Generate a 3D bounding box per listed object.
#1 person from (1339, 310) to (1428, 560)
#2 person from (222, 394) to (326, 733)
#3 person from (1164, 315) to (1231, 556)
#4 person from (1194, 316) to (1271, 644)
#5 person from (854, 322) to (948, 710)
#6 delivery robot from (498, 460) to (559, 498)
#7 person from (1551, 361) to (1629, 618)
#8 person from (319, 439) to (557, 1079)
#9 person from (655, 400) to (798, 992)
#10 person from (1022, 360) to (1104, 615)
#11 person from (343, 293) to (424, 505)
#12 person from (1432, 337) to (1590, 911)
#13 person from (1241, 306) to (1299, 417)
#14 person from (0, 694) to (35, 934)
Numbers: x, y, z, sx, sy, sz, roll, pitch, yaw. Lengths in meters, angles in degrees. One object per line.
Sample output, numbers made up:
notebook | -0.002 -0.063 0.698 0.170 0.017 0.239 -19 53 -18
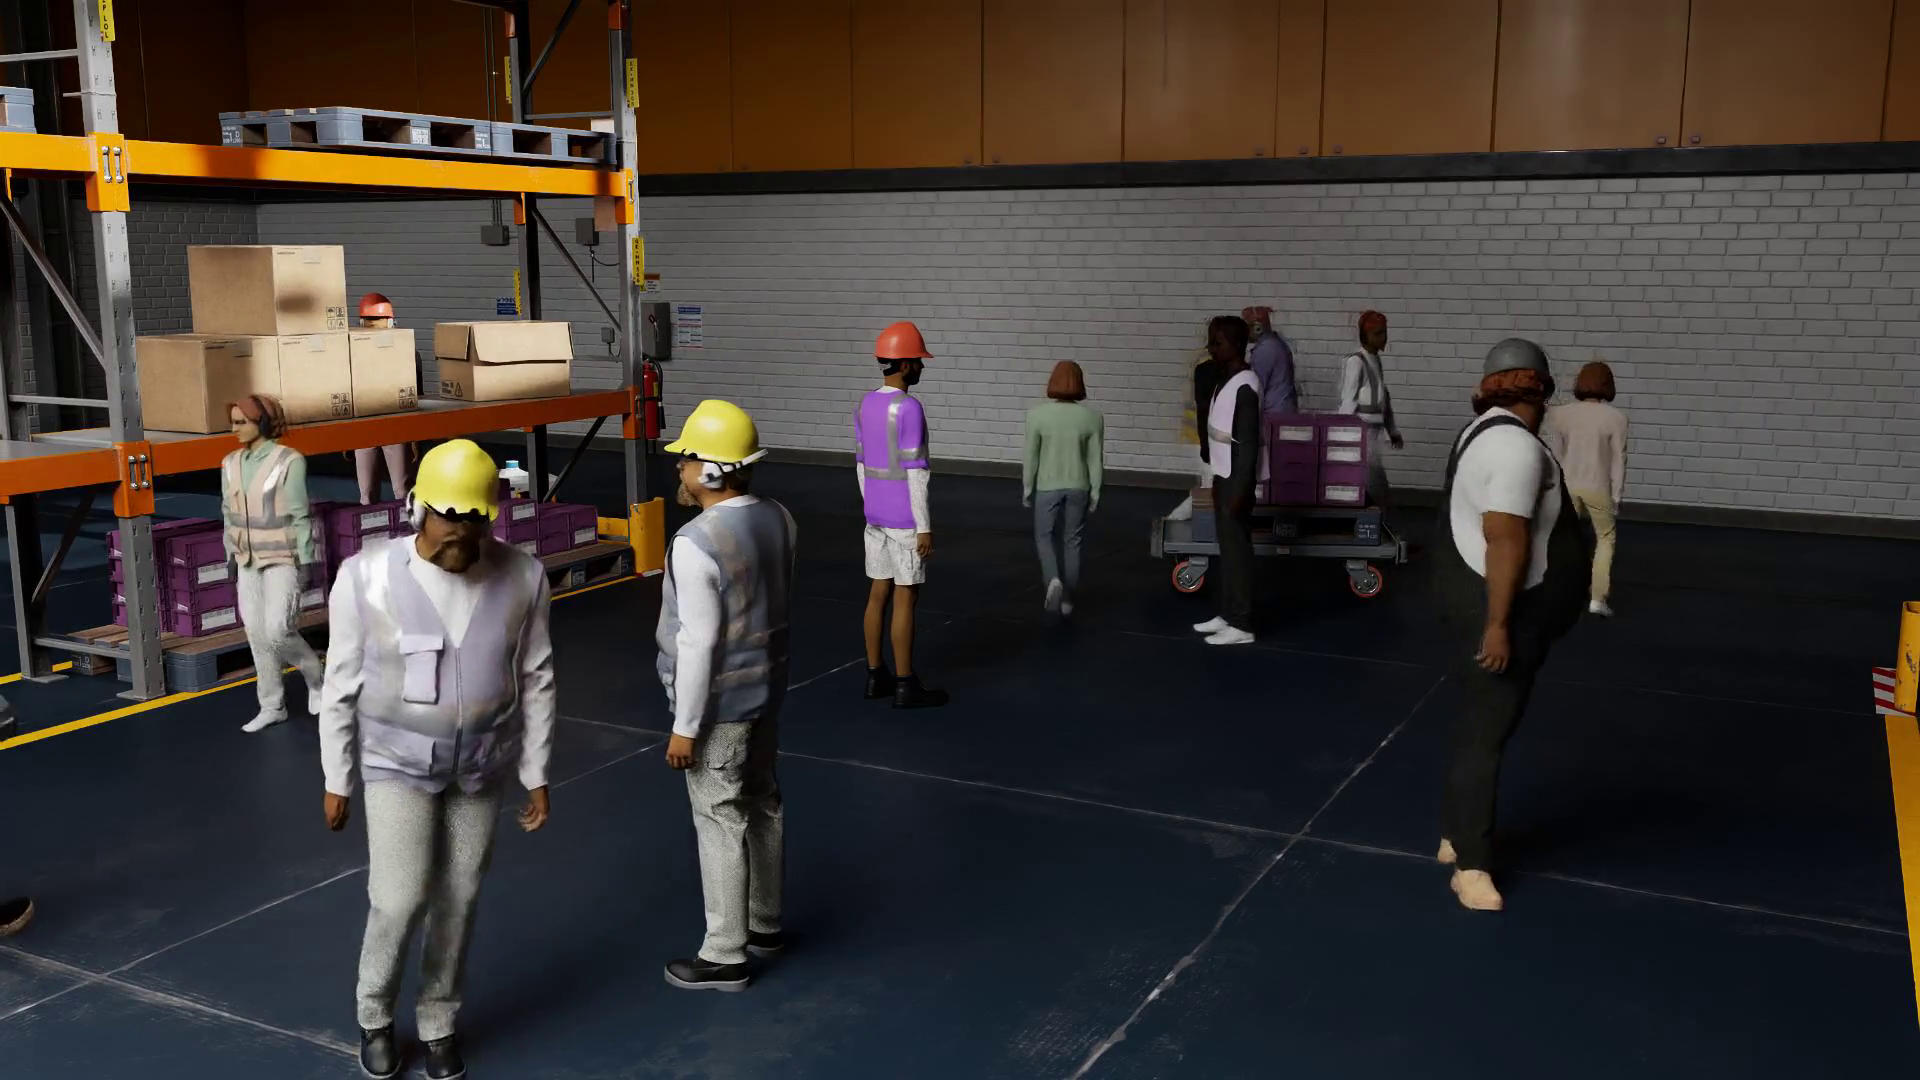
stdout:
person | 3.113 -0.770 12.357 0.910 1.846 0.679 4 10 21
person | -3.295 0.111 7.934 0.531 1.620 0.392 4 11 23
person | 1.831 -0.762 12.401 0.561 1.828 0.644 2 10 13
person | 1.614 -0.350 9.758 0.371 1.915 0.595 0 10 -2
person | -0.301 -0.122 8.377 0.364 1.939 0.542 -7 12 -34
delivery robot | -3.714 -0.419 13.824 0.707 0.478 0.477 -6 11 -30
person | 3.908 -0.299 10.344 0.499 1.613 0.528 8 12 38
person | -1.398 0.617 4.533 0.619 1.799 0.458 -6 11 -31
person | -0.736 0.480 5.187 0.404 1.836 0.599 4 11 21
person | 0.646 -0.301 10.322 0.505 1.623 0.506 0 10 -2
person | -4.114 -0.750 11.840 0.612 1.997 0.375 0 10 2
person | 1.976 0.246 5.949 0.533 2.000 0.845 1 10 7
person | 2.512 -0.945 13.403 0.849 1.852 0.650 3 10 17
person | -3.290 0.471 5.036 0.606 1.921 1.015 3 10 19
